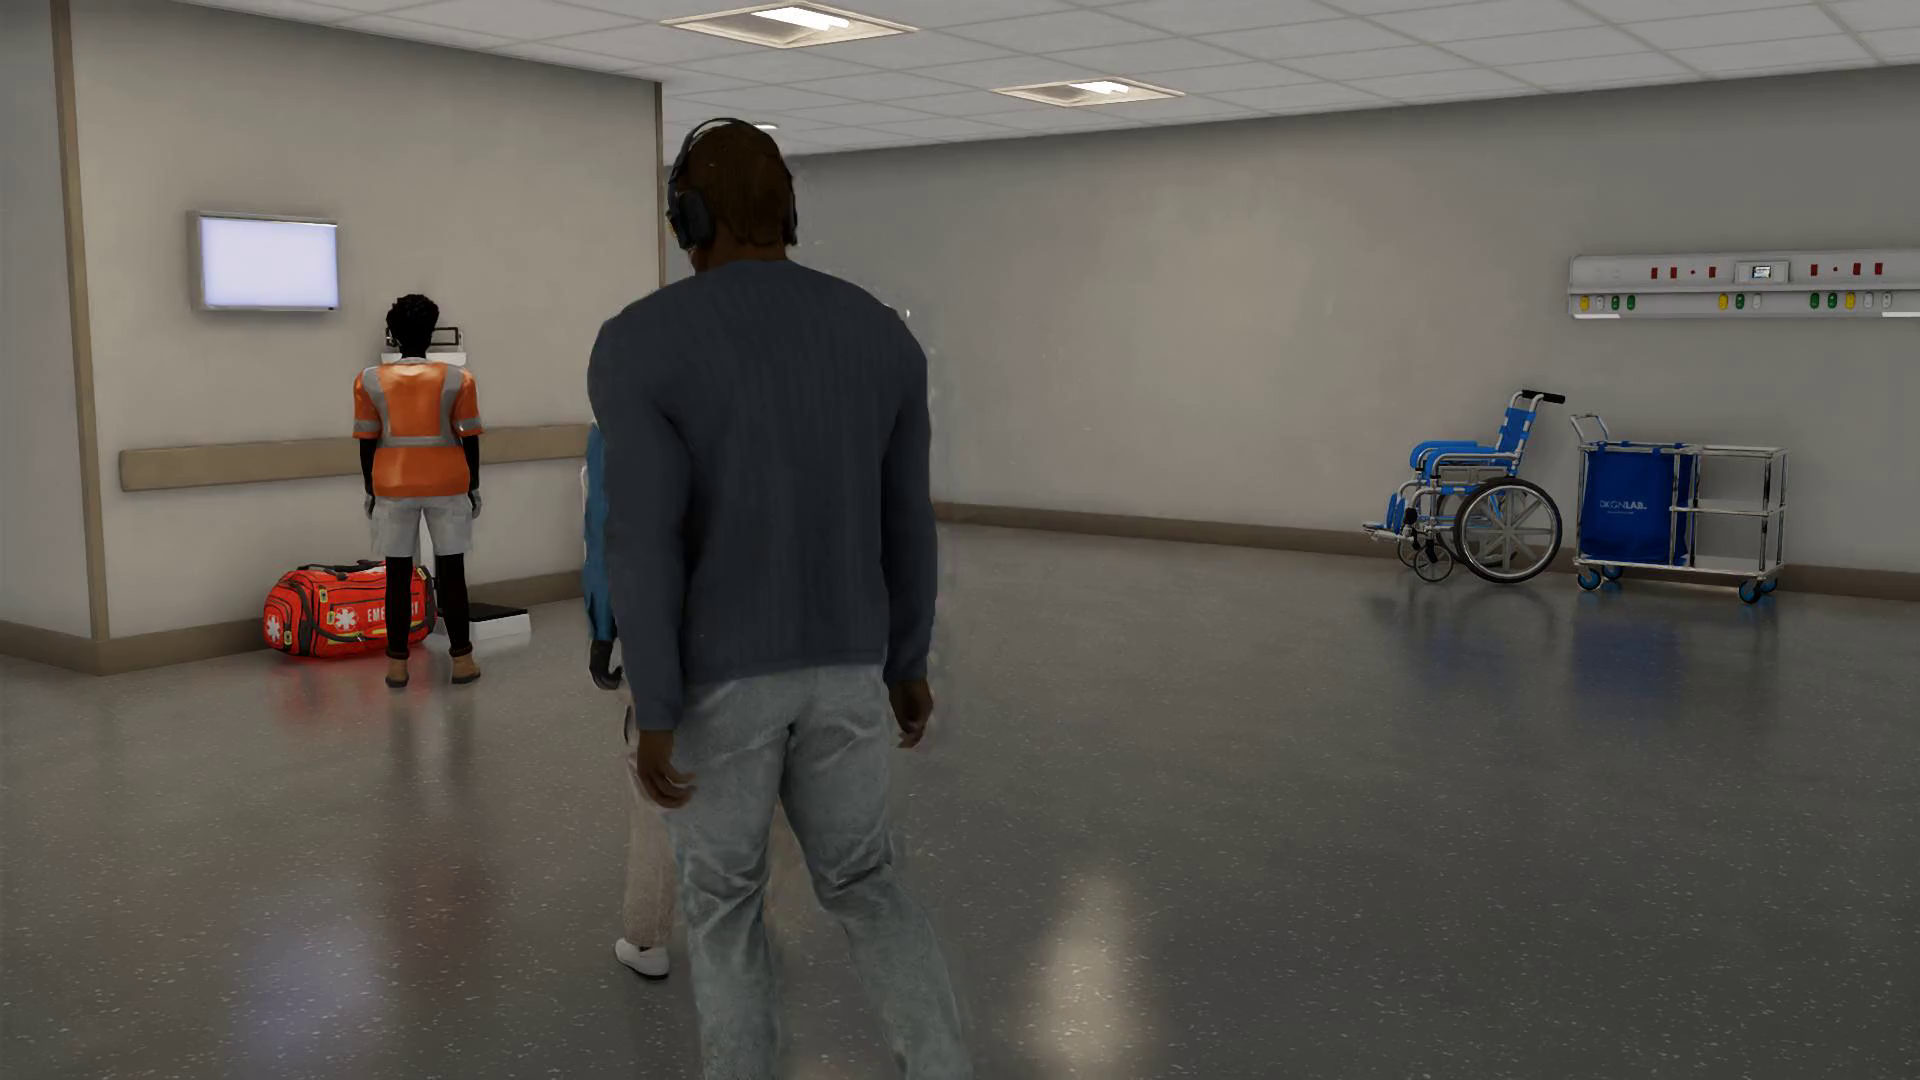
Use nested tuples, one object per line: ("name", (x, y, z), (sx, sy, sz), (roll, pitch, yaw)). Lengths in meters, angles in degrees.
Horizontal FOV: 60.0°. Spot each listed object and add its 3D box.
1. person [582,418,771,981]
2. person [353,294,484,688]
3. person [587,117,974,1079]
("person", (-0.631, 0.228, 3.958), (0.518, 1.631, 0.319), (-3, 8, -25))
("person", (-2.326, -0.207, 7.186), (0.535, 1.697, 0.318), (-2, 7, -13))
("person", (-0.237, 0.243, 2.763), (0.647, 1.906, 0.769), (-5, 9, -34))
